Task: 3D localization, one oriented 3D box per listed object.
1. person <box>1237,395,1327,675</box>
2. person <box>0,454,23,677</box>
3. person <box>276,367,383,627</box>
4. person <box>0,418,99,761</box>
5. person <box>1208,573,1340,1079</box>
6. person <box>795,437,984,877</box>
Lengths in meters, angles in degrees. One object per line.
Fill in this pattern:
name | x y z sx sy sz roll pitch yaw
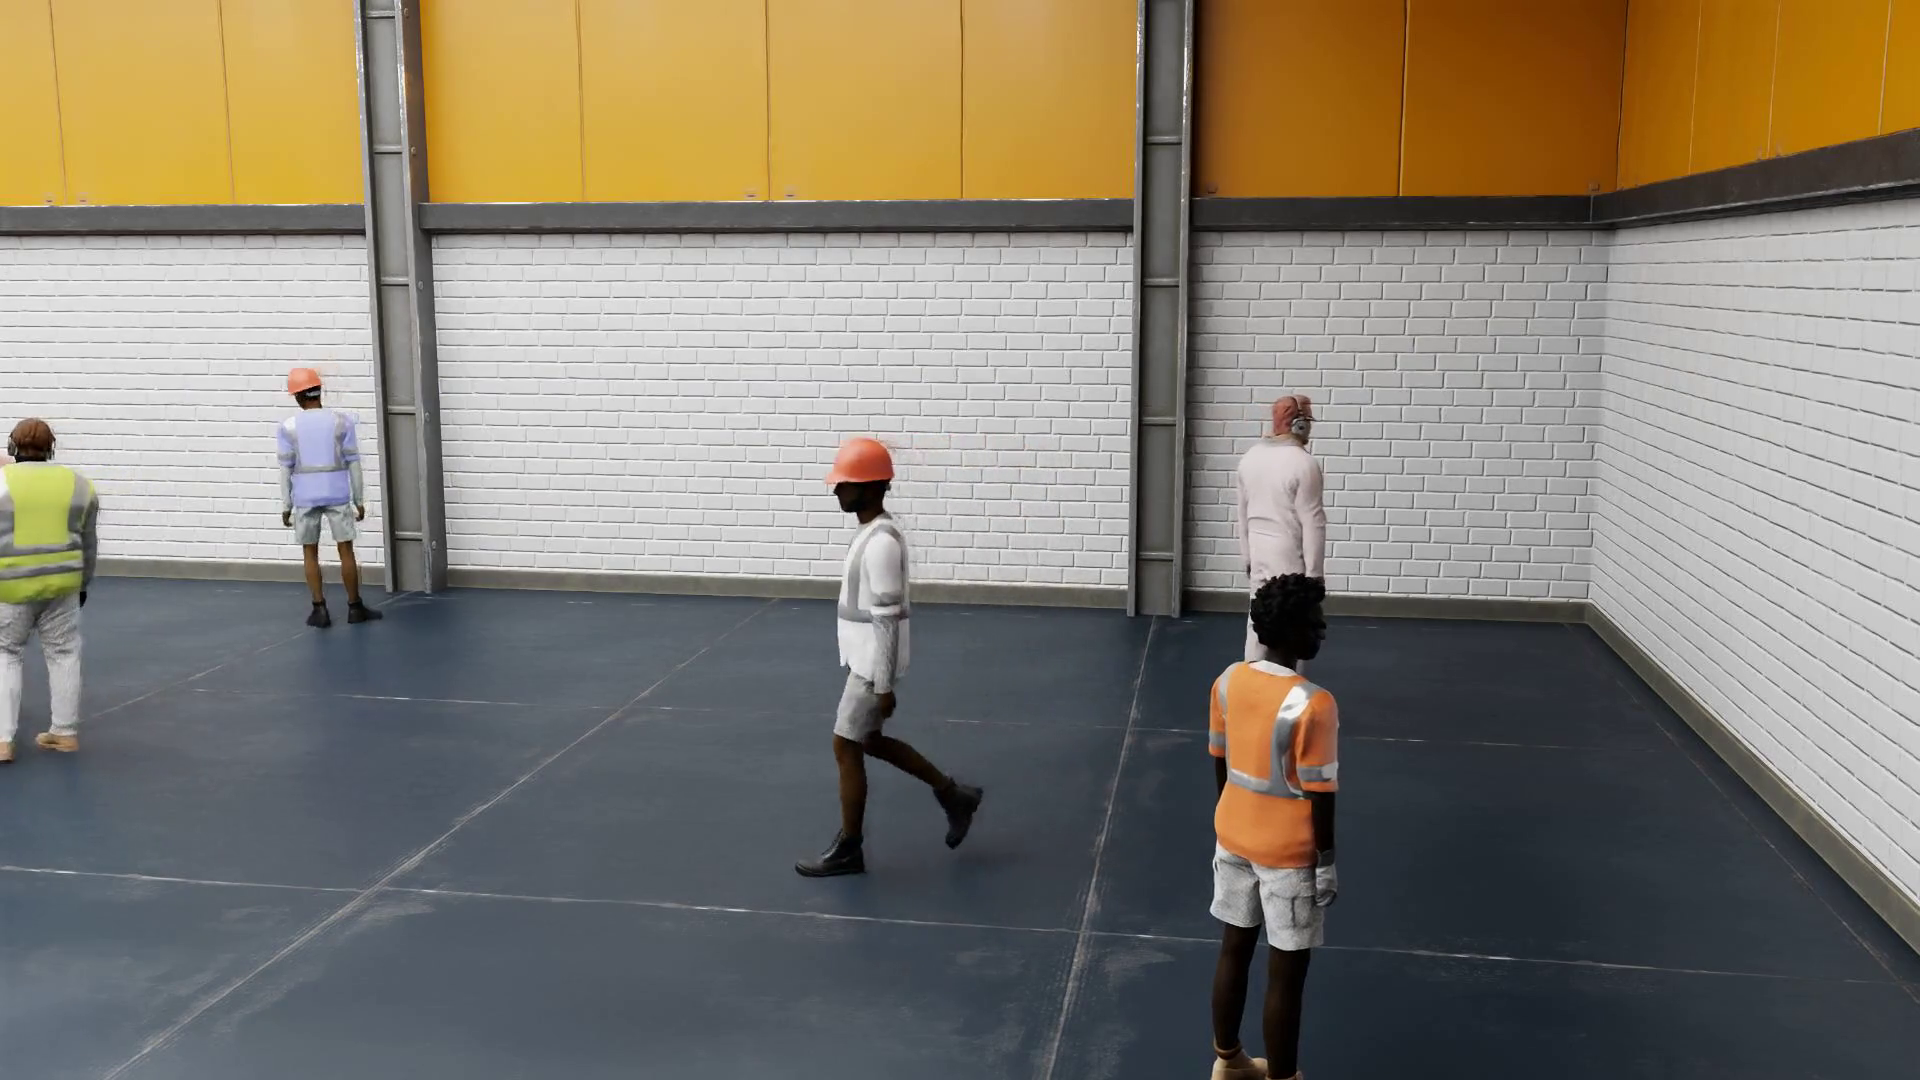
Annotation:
person | 1.869 0.124 9.500 0.403 1.906 0.651 -5 11 -29
person | -5.668 0.150 9.551 0.682 1.842 1.011 -5 10 -28
person | -4.598 -0.300 12.194 0.731 1.902 0.380 -3 10 -18
person | -4.924 0.267 8.864 0.639 1.829 0.475 -9 13 -43
person | 0.969 0.937 5.113 0.320 1.698 0.537 -5 10 -28
person | -0.307 0.503 7.148 0.763 1.916 0.557 -1 9 -4
